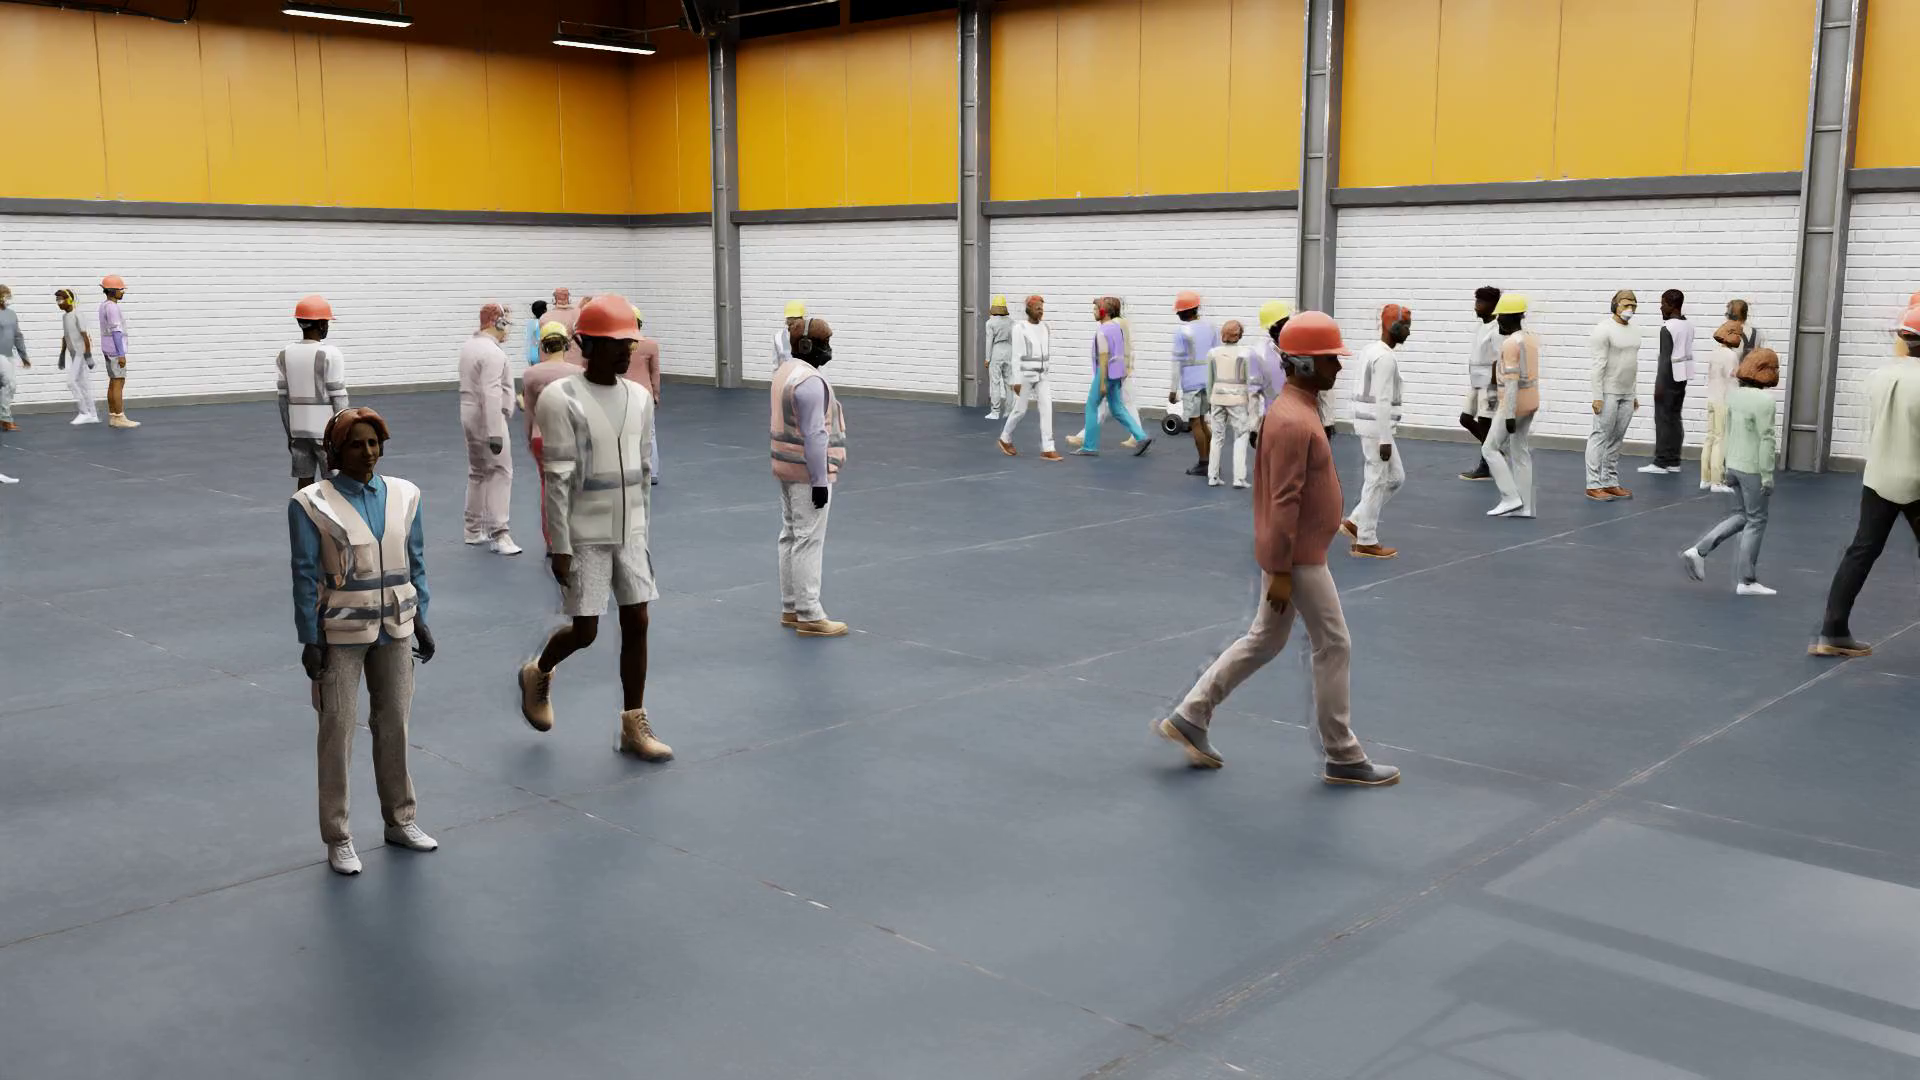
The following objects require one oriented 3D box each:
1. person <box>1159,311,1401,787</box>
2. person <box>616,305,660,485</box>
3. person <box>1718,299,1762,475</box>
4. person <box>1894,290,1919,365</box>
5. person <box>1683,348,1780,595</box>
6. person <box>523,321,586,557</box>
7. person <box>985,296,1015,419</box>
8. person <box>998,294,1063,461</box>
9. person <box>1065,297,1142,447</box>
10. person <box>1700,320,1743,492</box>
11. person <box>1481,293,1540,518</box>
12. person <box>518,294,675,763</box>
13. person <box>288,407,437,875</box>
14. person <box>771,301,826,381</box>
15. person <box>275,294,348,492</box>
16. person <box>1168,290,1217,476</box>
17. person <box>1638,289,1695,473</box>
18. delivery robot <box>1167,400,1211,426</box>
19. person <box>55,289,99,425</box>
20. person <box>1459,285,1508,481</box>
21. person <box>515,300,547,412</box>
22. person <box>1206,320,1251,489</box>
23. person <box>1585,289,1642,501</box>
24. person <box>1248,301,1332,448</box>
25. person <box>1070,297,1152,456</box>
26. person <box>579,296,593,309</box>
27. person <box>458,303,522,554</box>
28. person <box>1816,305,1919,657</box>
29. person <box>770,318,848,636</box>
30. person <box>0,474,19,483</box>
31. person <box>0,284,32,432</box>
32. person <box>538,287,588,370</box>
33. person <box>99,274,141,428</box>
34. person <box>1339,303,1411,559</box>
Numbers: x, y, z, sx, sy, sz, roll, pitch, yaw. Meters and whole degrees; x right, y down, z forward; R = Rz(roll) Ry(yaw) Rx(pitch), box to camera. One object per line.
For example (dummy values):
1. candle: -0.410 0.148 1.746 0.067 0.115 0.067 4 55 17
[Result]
1. person: 1.314 0.035 6.861 0.963 1.962 0.624 2 9 10
2. person: -3.193 -1.403 16.256 0.526 1.768 0.331 -5 10 -26
3. person: 7.922 -1.532 16.884 0.520 1.821 0.680 -3 10 -20
4. person: 8.508 -1.253 14.812 0.552 1.937 0.356 -2 9 -11
5. person: 5.075 -0.440 10.819 0.470 1.622 0.504 0 9 2
6. person: -2.951 -0.732 12.232 0.557 1.736 0.412 2 9 9
7. person: 0.557 -2.583 23.557 0.486 1.744 0.294 -6 11 -32
8. person: 0.766 -1.822 18.599 0.589 1.848 0.958 -7 12 -38
9. person: 1.779 -1.977 19.704 0.949 1.792 0.652 2 10 13
10. person: 7.287 -1.275 15.874 0.279 1.633 0.497 0 9 3
11. person: 4.677 -1.125 14.095 0.473 1.912 0.594 8 12 39
12. person: -1.602 -0.054 7.213 0.754 2.020 0.623 8 12 40
13. person: -2.119 0.345 5.923 0.308 1.641 0.517 8 12 39
14. person: -1.713 -1.648 17.699 0.585 1.792 0.930 0 9 -1
15. person: -4.581 -0.775 11.878 0.547 1.938 0.378 3 10 19
16. person: 2.396 -1.595 17.022 0.588 1.901 0.462 -7 12 -38
17. person: 7.391 -1.644 17.278 0.611 1.915 0.405 -9 13 -42
18. delivery robot: 3.008 -1.650 21.184 0.707 0.478 0.477 5 11 31
19. person: -12.111 -2.496 22.712 0.533 1.841 0.577 9 13 42
20. person: 5.251 -1.560 16.624 0.427 1.955 0.629 0 9 -2
21. person: -6.083 -2.598 23.846 0.560 1.680 0.546 -4 10 -25
22. person: 2.609 -1.307 16.098 0.532 1.626 0.315 7 11 36
23. person: 6.015 -1.327 15.272 0.629 1.936 0.372 -6 11 -33
24. person: 2.610 -0.935 13.078 0.693 1.877 0.453 1 9 6
25. person: 1.723 -1.829 18.757 0.870 1.814 0.572 5 10 26
26. person: -6.607 -3.502 29.528 0.266 1.631 0.507 -8 12 -41
27. person: -3.532 -0.846 12.580 0.395 1.872 0.901 -7 11 -36
28. person: 5.172 -0.310 9.032 1.014 1.940 0.637 -2 9 -11
29. person: -0.879 -0.368 9.688 0.430 1.840 0.625 -3 10 -20
30. person: -9.794 -1.429 16.219 0.866 1.839 0.515 -1 9 -9
31. person: -12.425 -2.356 21.626 0.607 1.910 0.659 0 9 0
32. person: -4.809 -2.120 20.244 0.639 1.902 0.407 -5 10 -26
33. person: -11.235 -2.508 22.185 0.374 2.043 0.611 -7 12 -38
34. person: 3.074 -0.781 12.109 0.408 1.870 0.624 2 9 10
